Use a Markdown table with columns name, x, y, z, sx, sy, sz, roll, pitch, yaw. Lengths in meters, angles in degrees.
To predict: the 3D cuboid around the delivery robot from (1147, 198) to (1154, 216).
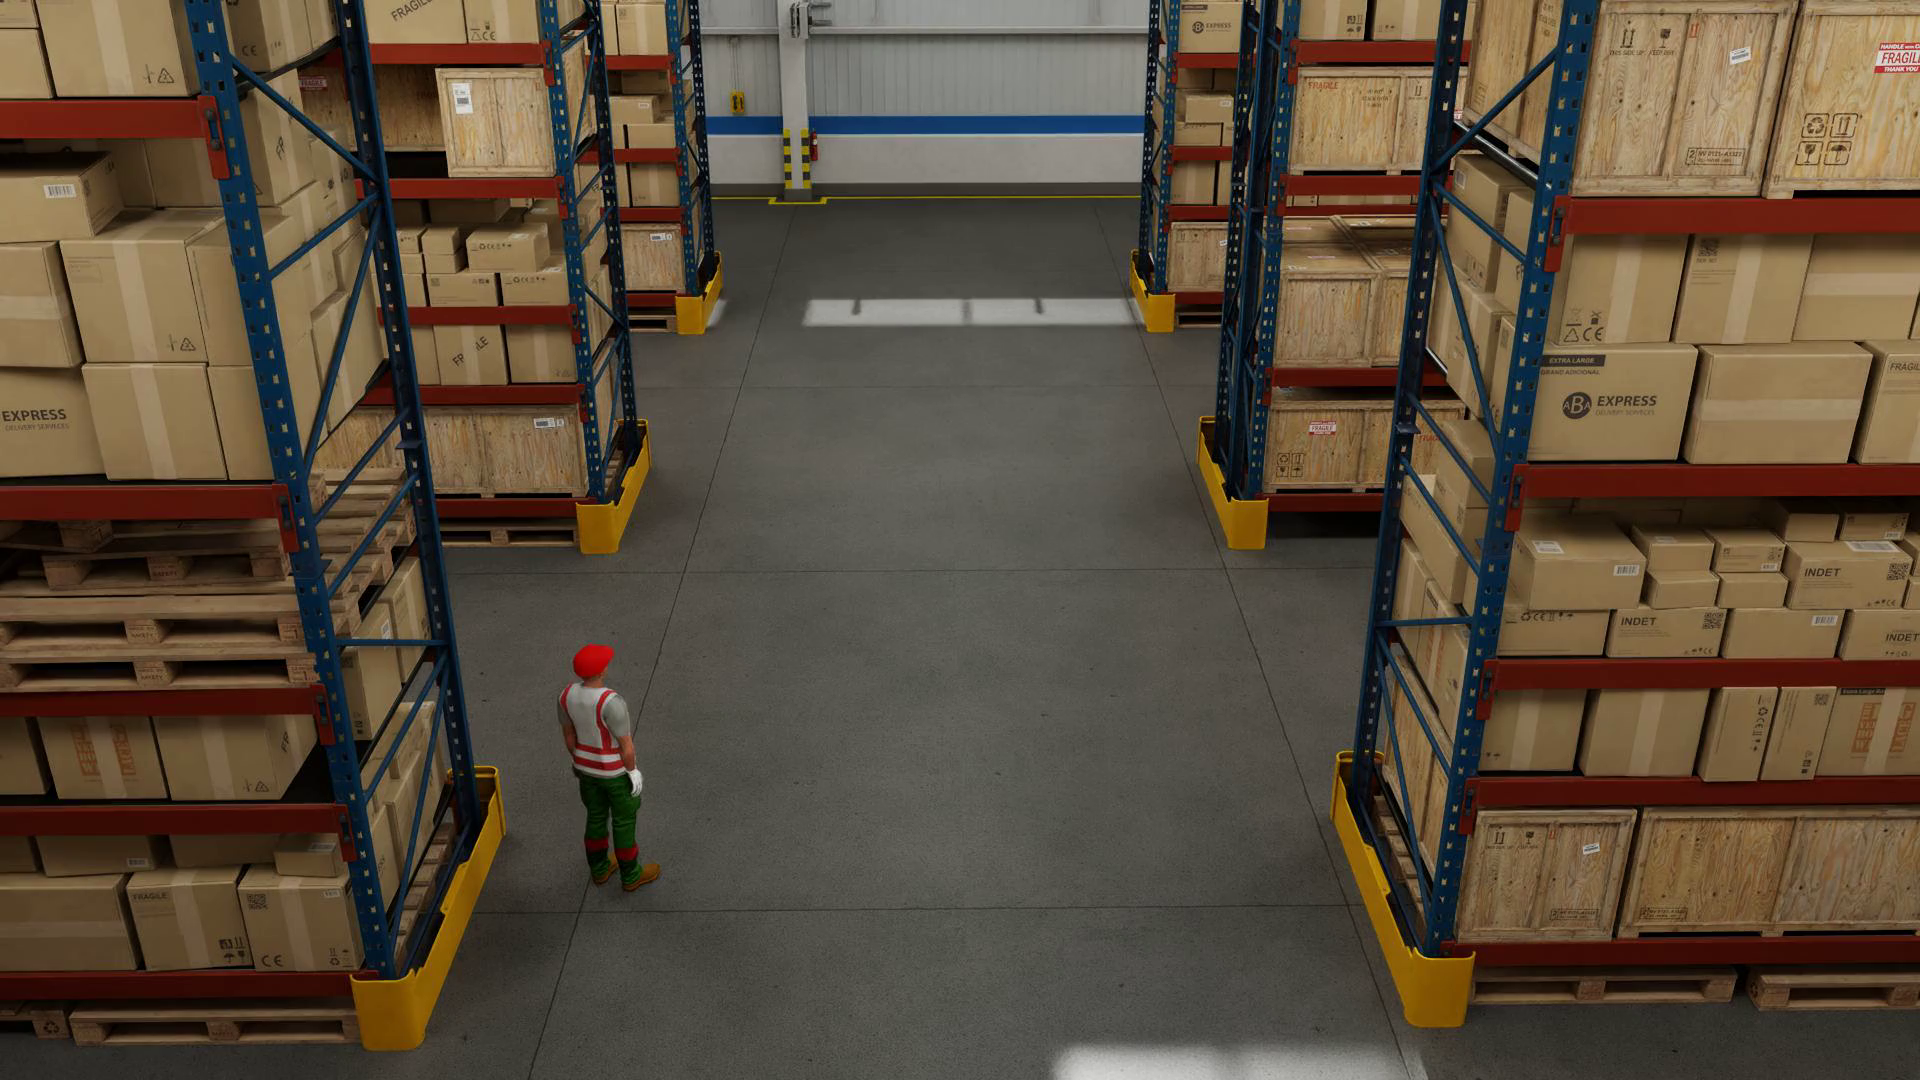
| name | x | y | z | sx | sy | sz | roll | pitch | yaw |
| --- | --- | --- | --- | --- | --- | --- | --- | --- | --- |
| delivery robot | 3.509 | -5.488 | 27.201 | 0.746 | 0.535 | 0.667 | -17 | 30 | -33 |

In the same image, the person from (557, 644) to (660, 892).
| name | x | y | z | sx | sy | sz | roll | pitch | yaw |
| --- | --- | --- | --- | --- | --- | --- | --- | --- | --- |
| person | -2.280 | 1.451 | 10.744 | 0.527 | 1.796 | 0.379 | 11 | 27 | 22 |
